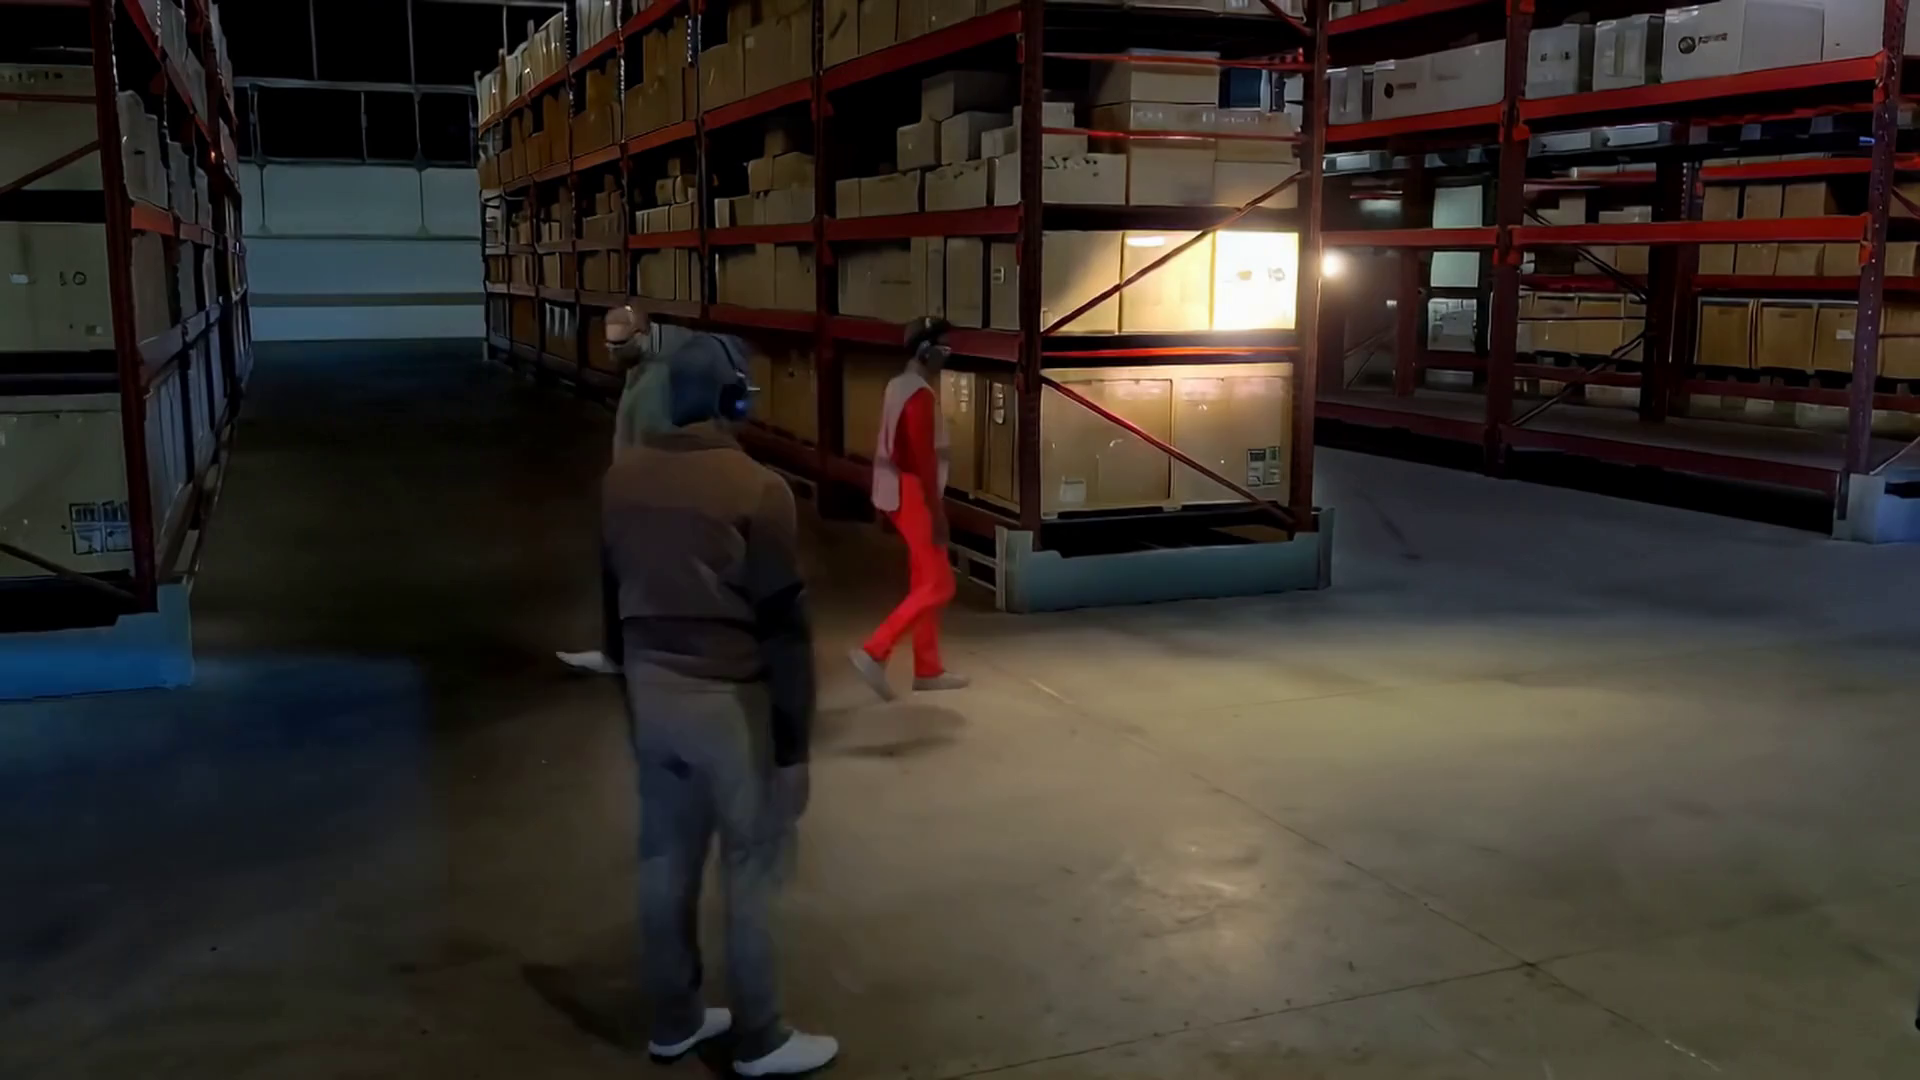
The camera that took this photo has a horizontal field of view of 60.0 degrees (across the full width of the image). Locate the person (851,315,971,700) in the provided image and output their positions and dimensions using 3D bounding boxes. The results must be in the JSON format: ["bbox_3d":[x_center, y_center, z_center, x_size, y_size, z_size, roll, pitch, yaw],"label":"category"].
[{"bbox_3d":[-0.224,-0.143,7.863,0.553,1.827,0.602,-1,10,-7],"label":"person"}]

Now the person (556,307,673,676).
[{"bbox_3d":[-1.548,-0.206,8.159,0.999,1.850,0.660,-3,10,-15],"label":"person"}]

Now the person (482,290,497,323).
[{"bbox_3d":[-10.398,-5.057,37.442,0.622,1.791,1.004,4,10,22],"label":"person"}]

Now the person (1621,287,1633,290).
[{"bbox_3d":[16.903,-5.923,42.129,0.406,1.947,0.606,1,10,8],"label":"person"}]

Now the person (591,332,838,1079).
[{"bbox_3d":[-0.622,0.427,4.258,0.690,1.900,0.433,6,11,33],"label":"person"}]
